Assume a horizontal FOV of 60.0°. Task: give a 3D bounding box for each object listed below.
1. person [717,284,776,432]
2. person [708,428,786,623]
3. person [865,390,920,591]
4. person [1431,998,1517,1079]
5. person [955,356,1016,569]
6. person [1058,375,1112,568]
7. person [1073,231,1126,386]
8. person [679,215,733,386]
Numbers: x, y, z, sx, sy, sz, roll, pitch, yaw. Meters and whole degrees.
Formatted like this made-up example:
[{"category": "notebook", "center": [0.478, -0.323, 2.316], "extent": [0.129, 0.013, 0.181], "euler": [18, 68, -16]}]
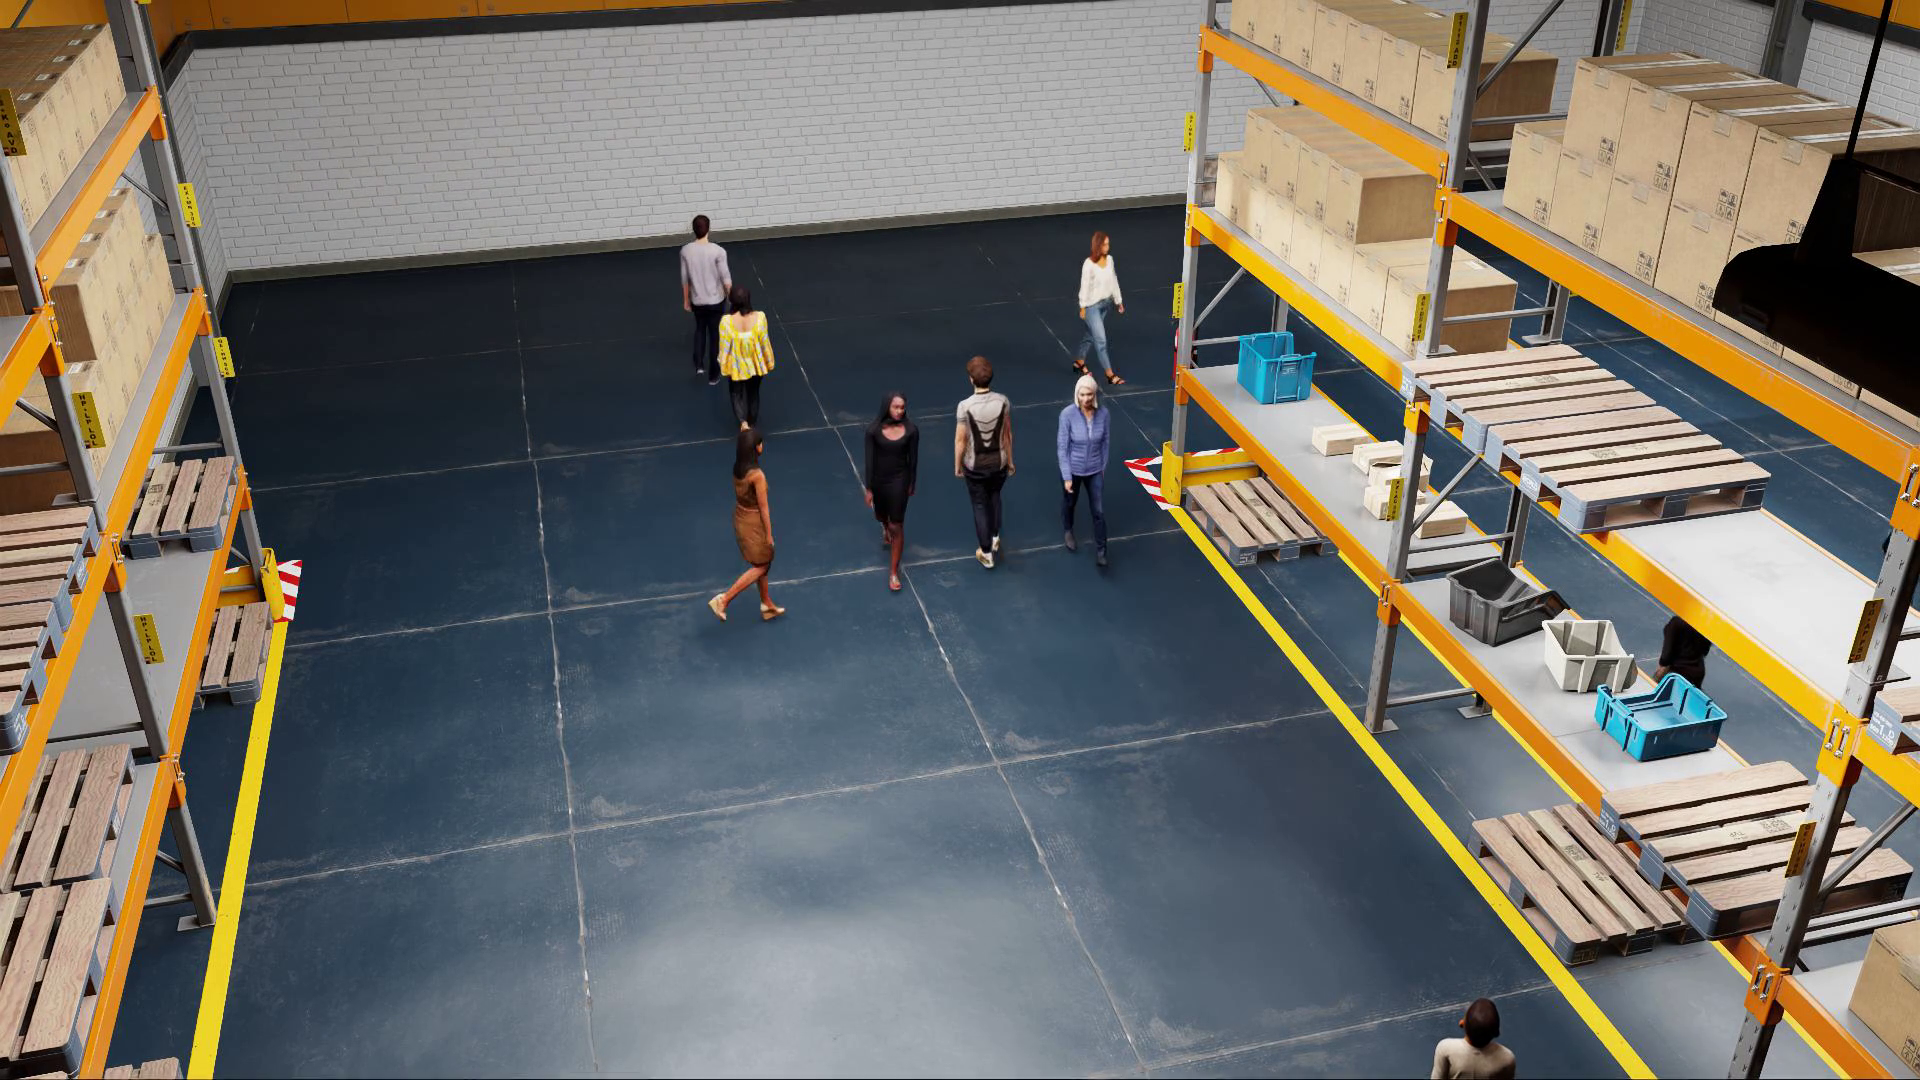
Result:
[{"category": "person", "center": [-2.093, -1.682, 16.279], "extent": [0.695, 1.642, 0.837], "euler": [-8, 30, -14]}, {"category": "person", "center": [-1.727, -0.050, 13.273], "extent": [0.822, 1.655, 0.902], "euler": [-14, 32, -25]}, {"category": "person", "center": [-0.595, -0.488, 14.051], "extent": [0.788, 1.679, 1.206], "euler": [0, 29, -1]}, {"category": "person", "center": [2.485, 2.834, 8.183], "extent": [0.632, 1.465, 0.644], "euler": [6, 29, 11]}, {"category": "person", "center": [0.237, -0.608, 14.067], "extent": [0.659, 1.874, 0.654], "euler": [-7, 29, -12]}, {"category": "person", "center": [1.017, -0.646, 14.319], "extent": [0.712, 1.700, 1.094], "euler": [-5, 29, -9]}, {"category": "person", "center": [1.393, -2.508, 17.776], "extent": [1.078, 1.657, 0.932], "euler": [24, 36, 36]}, {"category": "person", "center": [-2.700, -2.502, 17.584], "extent": [0.795, 1.831, 0.807], "euler": [7, 29, 12]}]
